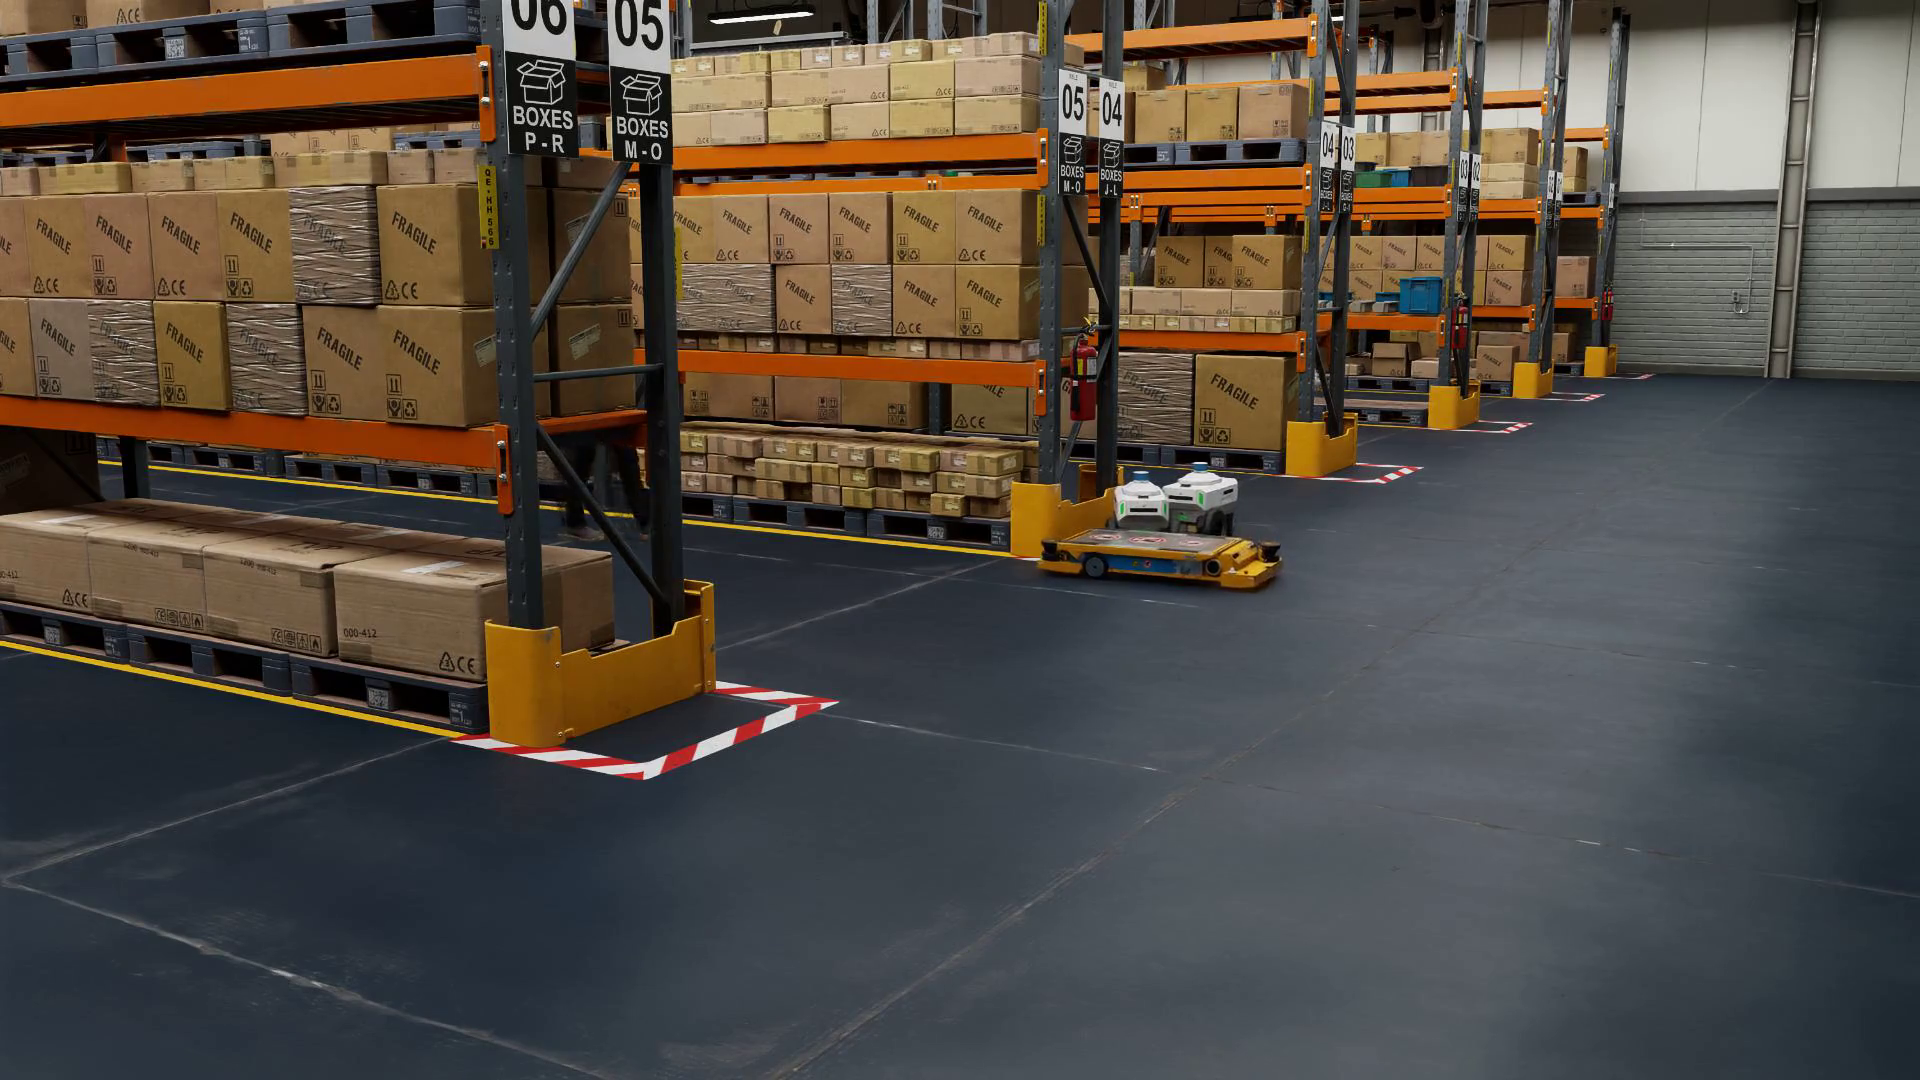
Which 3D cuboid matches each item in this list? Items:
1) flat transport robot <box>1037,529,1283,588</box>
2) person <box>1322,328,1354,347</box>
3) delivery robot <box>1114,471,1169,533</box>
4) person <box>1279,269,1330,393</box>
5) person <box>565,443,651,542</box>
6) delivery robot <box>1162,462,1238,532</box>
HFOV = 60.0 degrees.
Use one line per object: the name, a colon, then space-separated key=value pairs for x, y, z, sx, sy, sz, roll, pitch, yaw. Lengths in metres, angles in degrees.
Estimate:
flat transport robot: x=1.272 y=0.099 z=10.580 sx=1.431 sy=0.197 sz=0.652 roll=5 pitch=11 yaw=25
person: x=6.134 y=-3.574 z=27.380 sx=1.008 sy=1.892 sz=0.542 roll=8 pitch=13 yaw=39
delivery robot: x=1.238 y=-0.228 z=11.390 sx=0.477 sy=0.478 sz=0.707 roll=1 pitch=10 yaw=3
person: x=5.007 y=-3.065 z=24.524 sx=1.000 sy=1.828 sz=0.602 roll=5 pitch=11 yaw=25
person: x=-2.432 y=-0.932 z=11.673 sx=0.942 sy=1.952 sz=0.651 roll=4 pitch=10 yaw=21
delivery robot: x=1.719 y=-0.315 z=11.897 sx=0.477 sy=0.478 sz=0.707 roll=6 pitch=11 yaw=30
